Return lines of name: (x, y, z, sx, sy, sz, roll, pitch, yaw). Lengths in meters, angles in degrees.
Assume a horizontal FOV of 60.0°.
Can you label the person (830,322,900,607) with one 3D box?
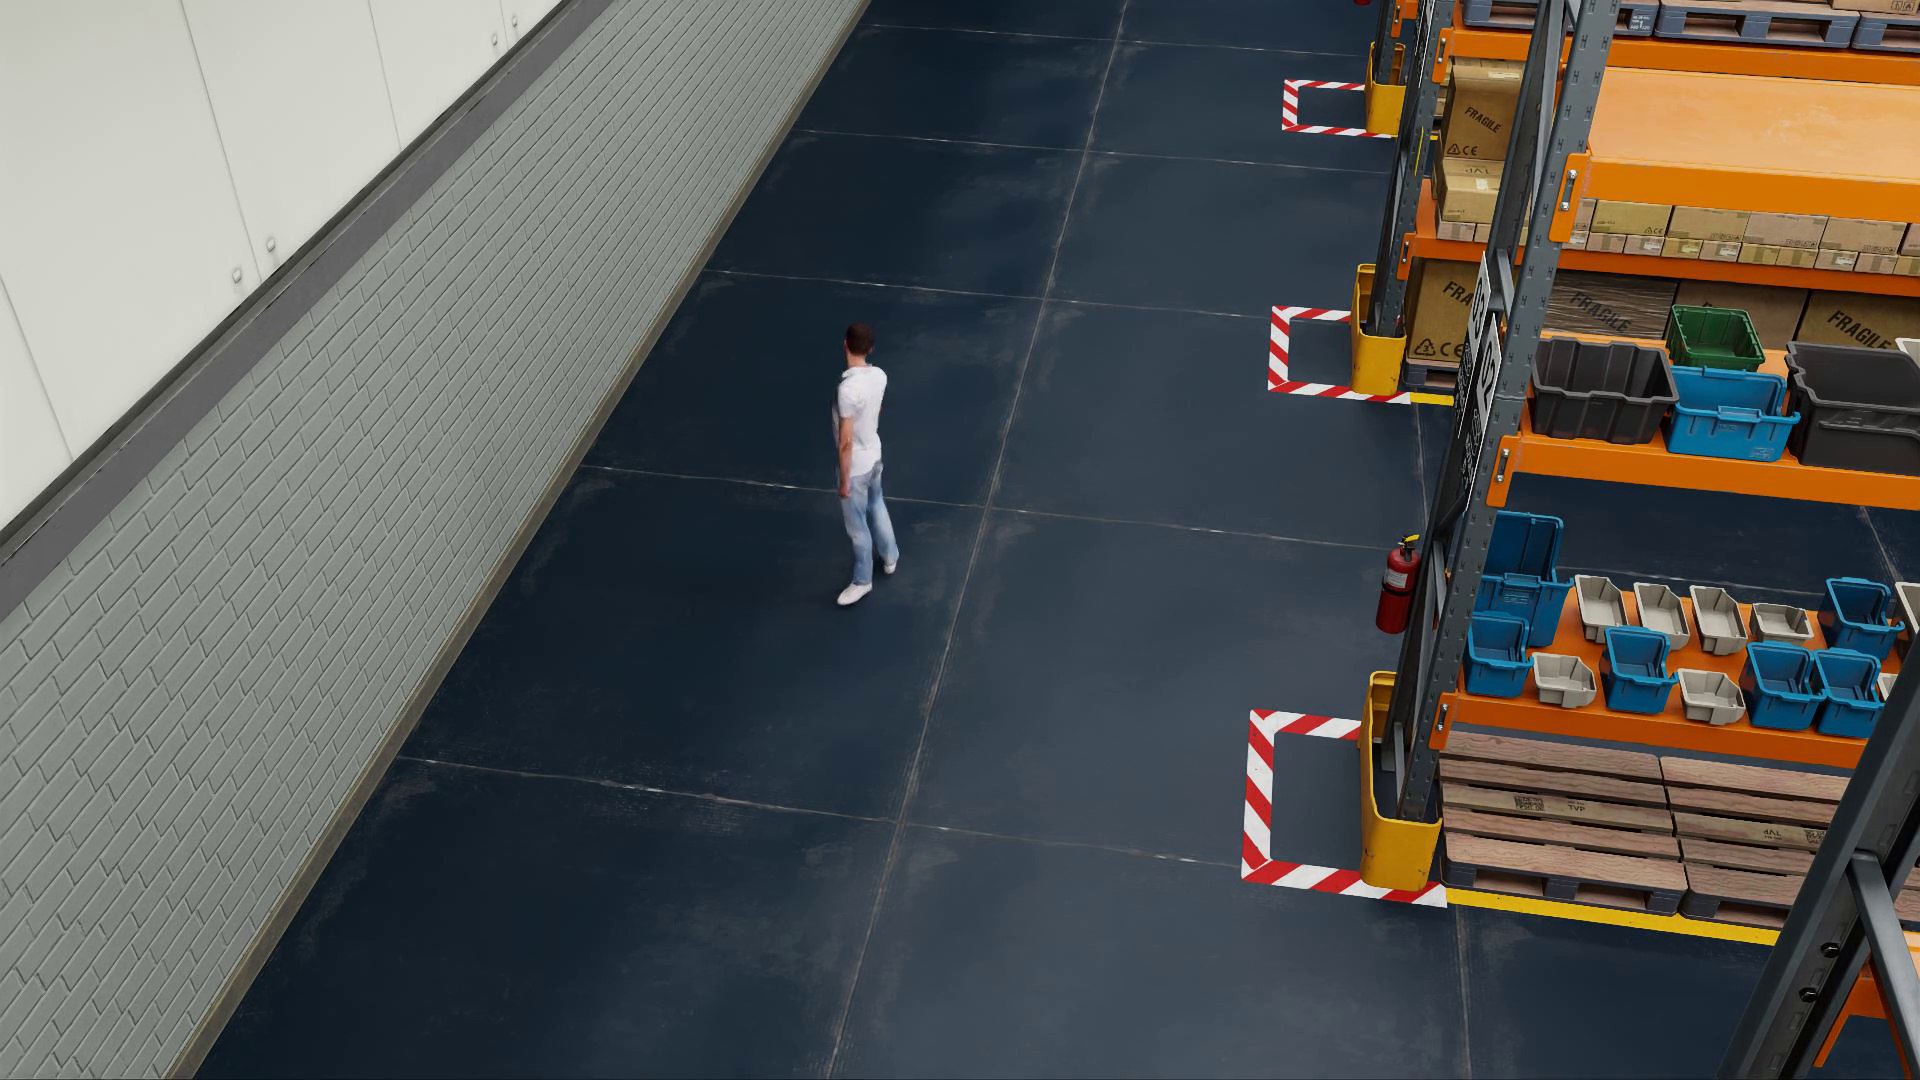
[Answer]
person: (-0.620, -0.430, 10.305, 0.663, 1.816, 0.885, 5, 37, 6)
